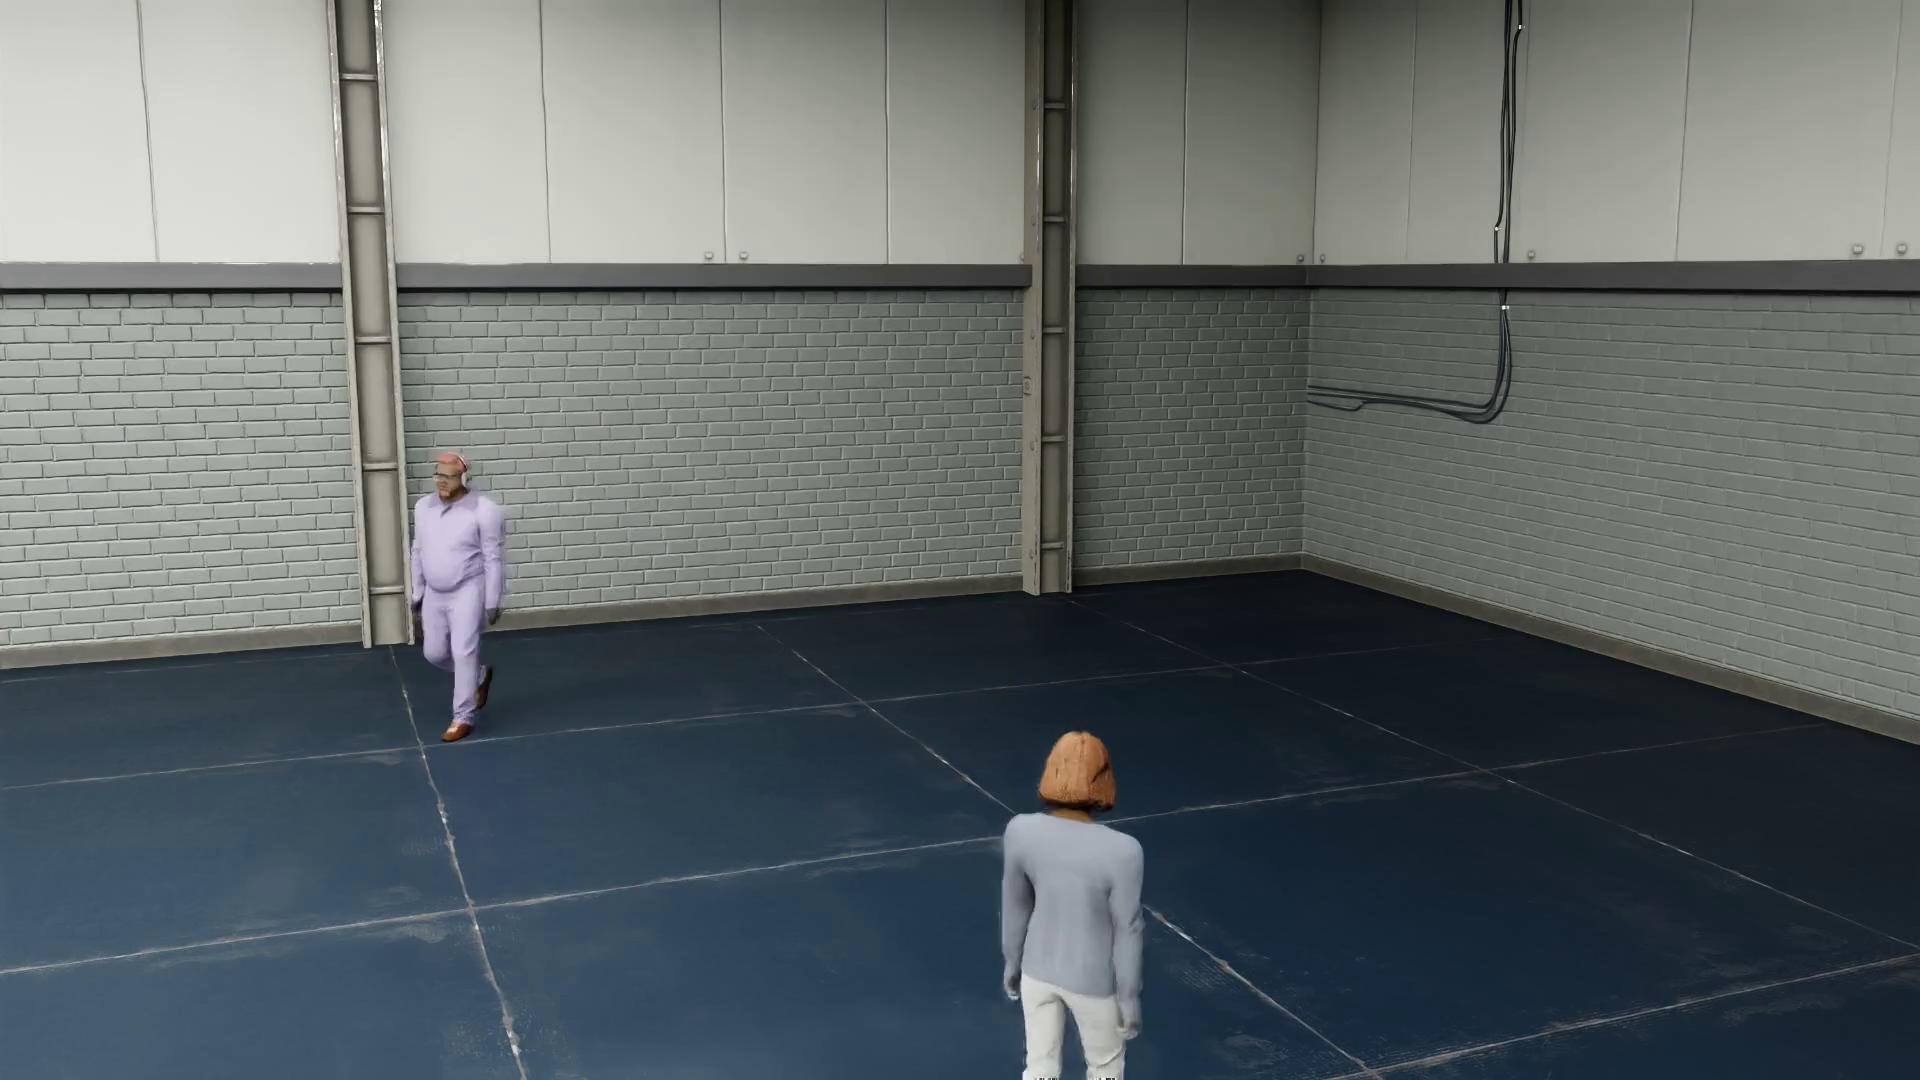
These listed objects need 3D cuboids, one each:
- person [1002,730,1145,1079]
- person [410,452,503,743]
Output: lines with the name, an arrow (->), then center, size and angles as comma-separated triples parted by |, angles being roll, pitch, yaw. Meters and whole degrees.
person -> 0.354, 1.400, 5.285 | 0.512, 1.633, 0.555 | 6, 11, 31
person -> -3.307, 0.345, 11.018 | 0.656, 1.887, 0.672 | 3, 10, 20
